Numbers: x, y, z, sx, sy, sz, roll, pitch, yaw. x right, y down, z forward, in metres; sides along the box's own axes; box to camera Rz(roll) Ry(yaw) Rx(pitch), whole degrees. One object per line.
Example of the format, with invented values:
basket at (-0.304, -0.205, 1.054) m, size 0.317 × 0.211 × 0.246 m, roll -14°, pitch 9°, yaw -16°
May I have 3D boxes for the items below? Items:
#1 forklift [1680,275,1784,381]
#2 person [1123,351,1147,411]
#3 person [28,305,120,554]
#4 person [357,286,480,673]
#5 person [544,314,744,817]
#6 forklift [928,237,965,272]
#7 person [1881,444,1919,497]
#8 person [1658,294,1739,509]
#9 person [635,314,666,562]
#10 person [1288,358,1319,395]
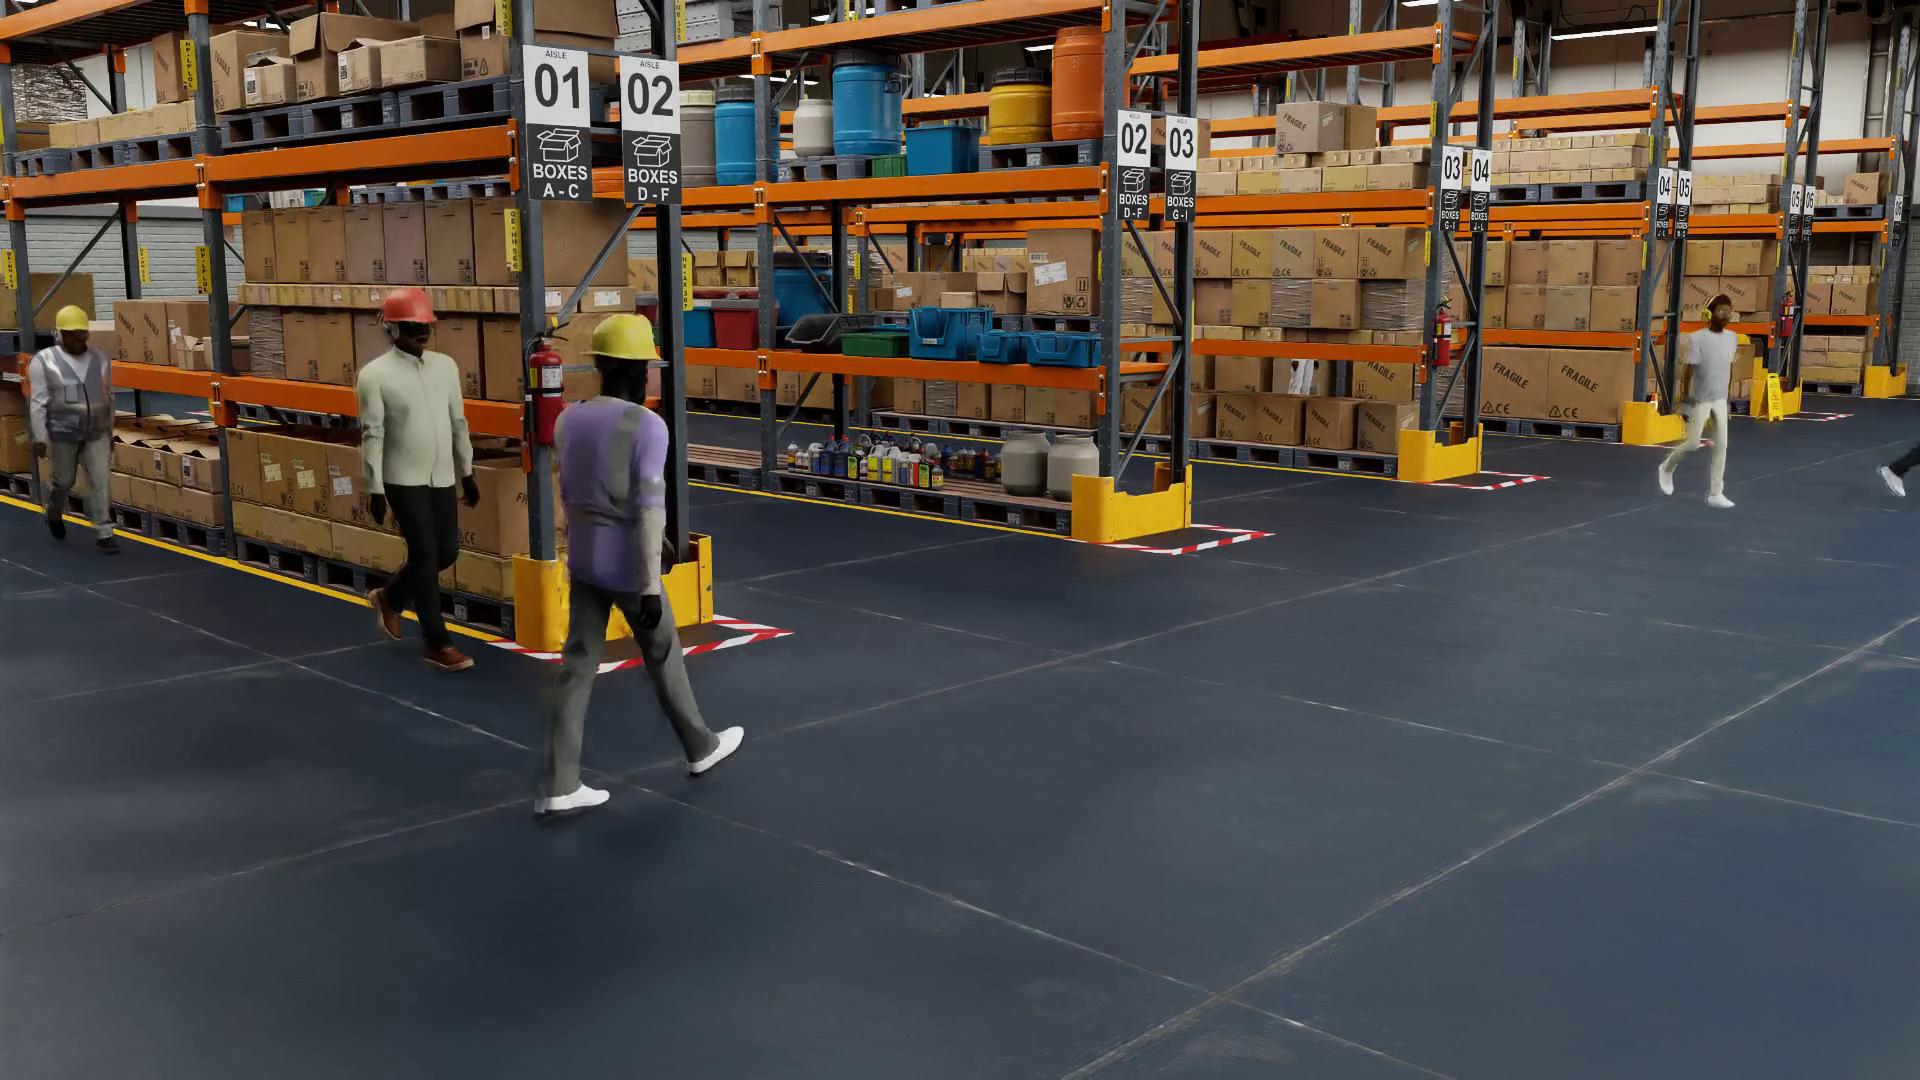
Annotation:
forklift at (12.480, -3.427, 27.053) m, size 1.214 × 2.155 × 2.313 m, roll 9°, pitch 13°, yaw 43°
person at (2.490, -2.740, 23.651) m, size 1.014 × 1.884 × 0.635 m, roll 8°, pitch 12°, yaw 40°
person at (-6.503, -0.820, 12.182) m, size 0.843 × 1.801 × 0.605 m, roll 8°, pitch 13°, yaw 42°
person at (-2.851, -0.333, 8.652) m, size 0.814 × 1.970 × 0.626 m, roll 5°, pitch 11°, yaw 30°
person at (-1.274, 0.075, 6.413) m, size 0.613 × 1.871 × 0.974 m, roll 6°, pitch 11°, yaw 35°
forklift at (-0.326, -5.817, 39.609) m, size 1.129 × 2.768 × 1.873 m, roll 9°, pitch 13°, yaw 43°
person at (8.737, -1.284, 14.698) m, size 0.866 × 1.894 × 0.594 m, roll 6°, pitch 11°, yaw 33°
person at (6.522, -1.239, 14.614) m, size 0.524 × 1.846 × 0.807 m, roll -2°, pitch 10°, yaw -13°
person at (-2.324, -0.745, 11.861) m, size 0.527 × 1.731 × 0.856 m, roll -7°, pitch 11°, yaw -35°
person at (4.363, -2.315, 21.051) m, size 0.360 × 1.886 × 0.574 m, roll 9°, pitch 13°, yaw 43°
